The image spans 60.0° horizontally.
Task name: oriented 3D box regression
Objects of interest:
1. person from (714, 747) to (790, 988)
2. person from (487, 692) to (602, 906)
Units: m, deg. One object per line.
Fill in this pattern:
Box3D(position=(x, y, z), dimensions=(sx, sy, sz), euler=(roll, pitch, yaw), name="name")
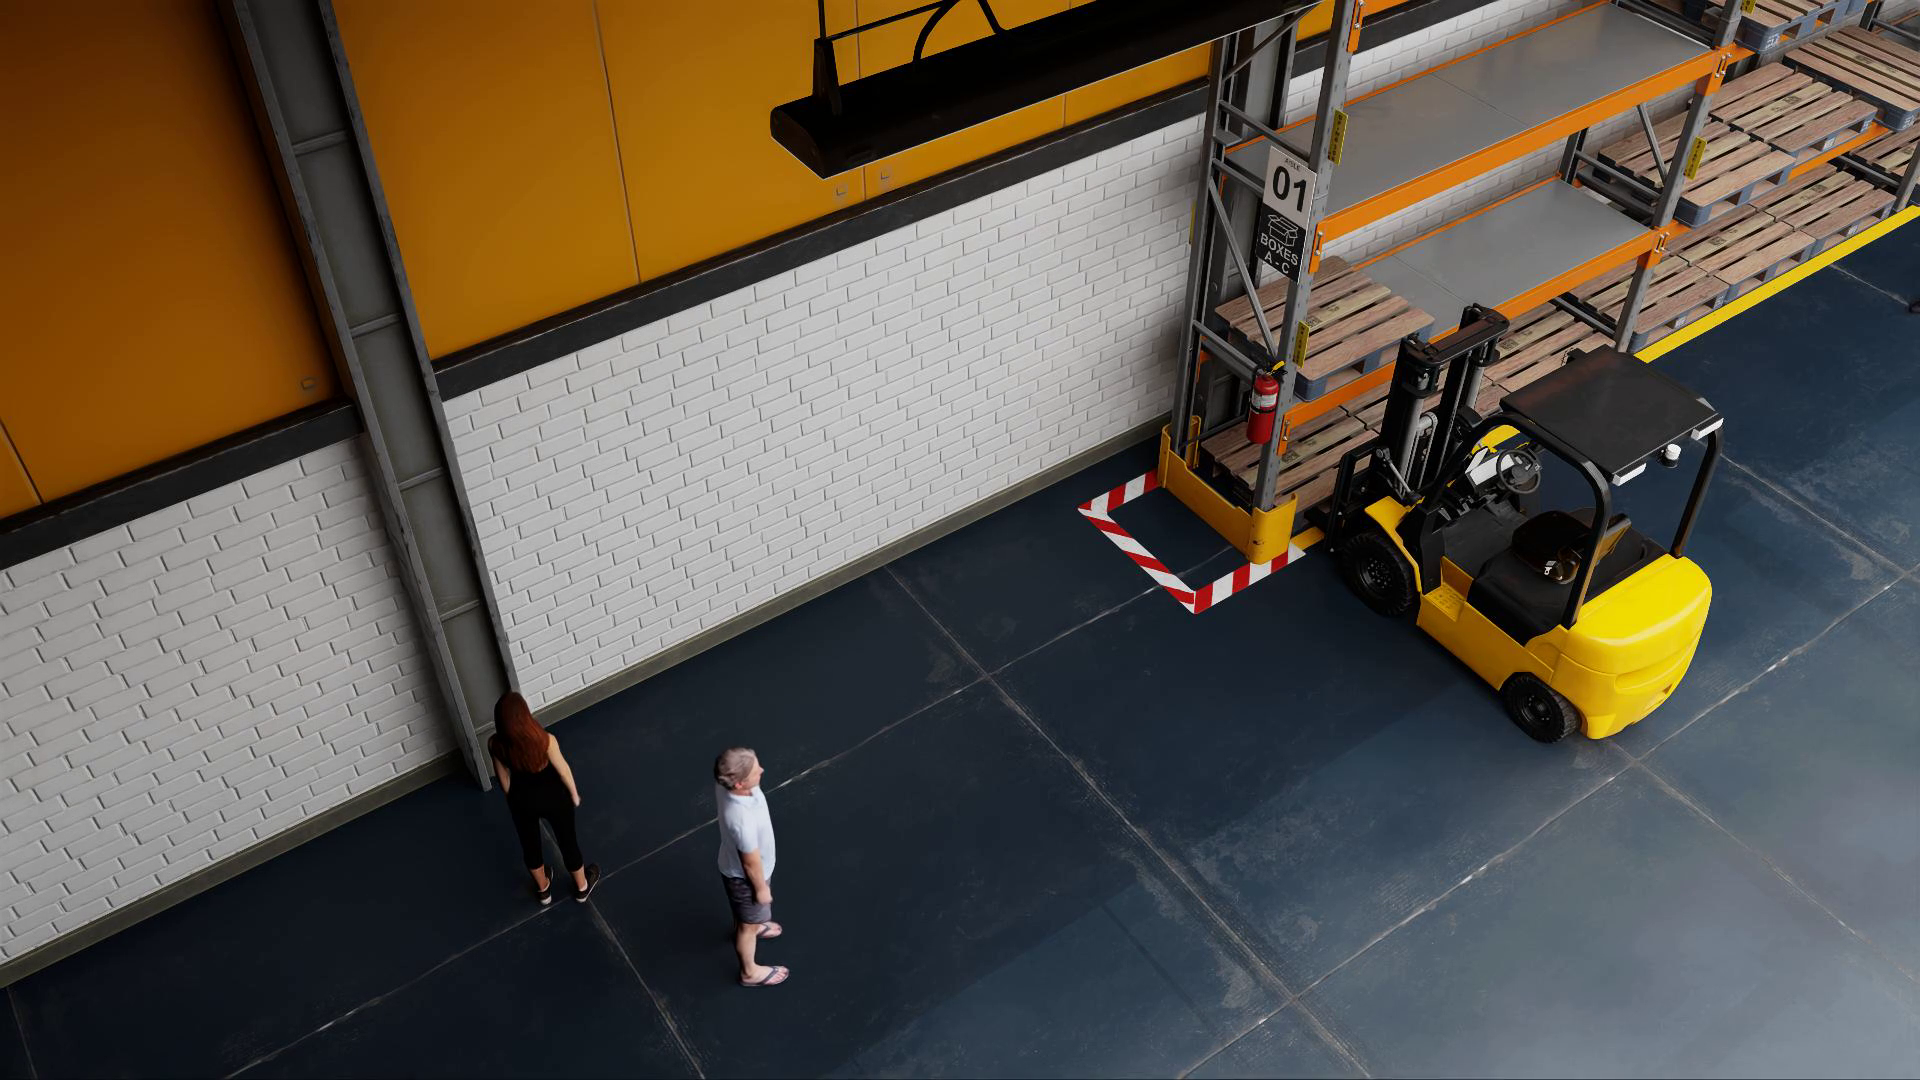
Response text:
Box3D(position=(-1.173, 1.753, 9.054), dimensions=(0.696, 1.830, 0.714), euler=(-7, 44, -7), name="person")
Box3D(position=(-2.393, 1.472, 9.424), dimensions=(0.621, 1.726, 0.709), euler=(1, 44, 1), name="person")
